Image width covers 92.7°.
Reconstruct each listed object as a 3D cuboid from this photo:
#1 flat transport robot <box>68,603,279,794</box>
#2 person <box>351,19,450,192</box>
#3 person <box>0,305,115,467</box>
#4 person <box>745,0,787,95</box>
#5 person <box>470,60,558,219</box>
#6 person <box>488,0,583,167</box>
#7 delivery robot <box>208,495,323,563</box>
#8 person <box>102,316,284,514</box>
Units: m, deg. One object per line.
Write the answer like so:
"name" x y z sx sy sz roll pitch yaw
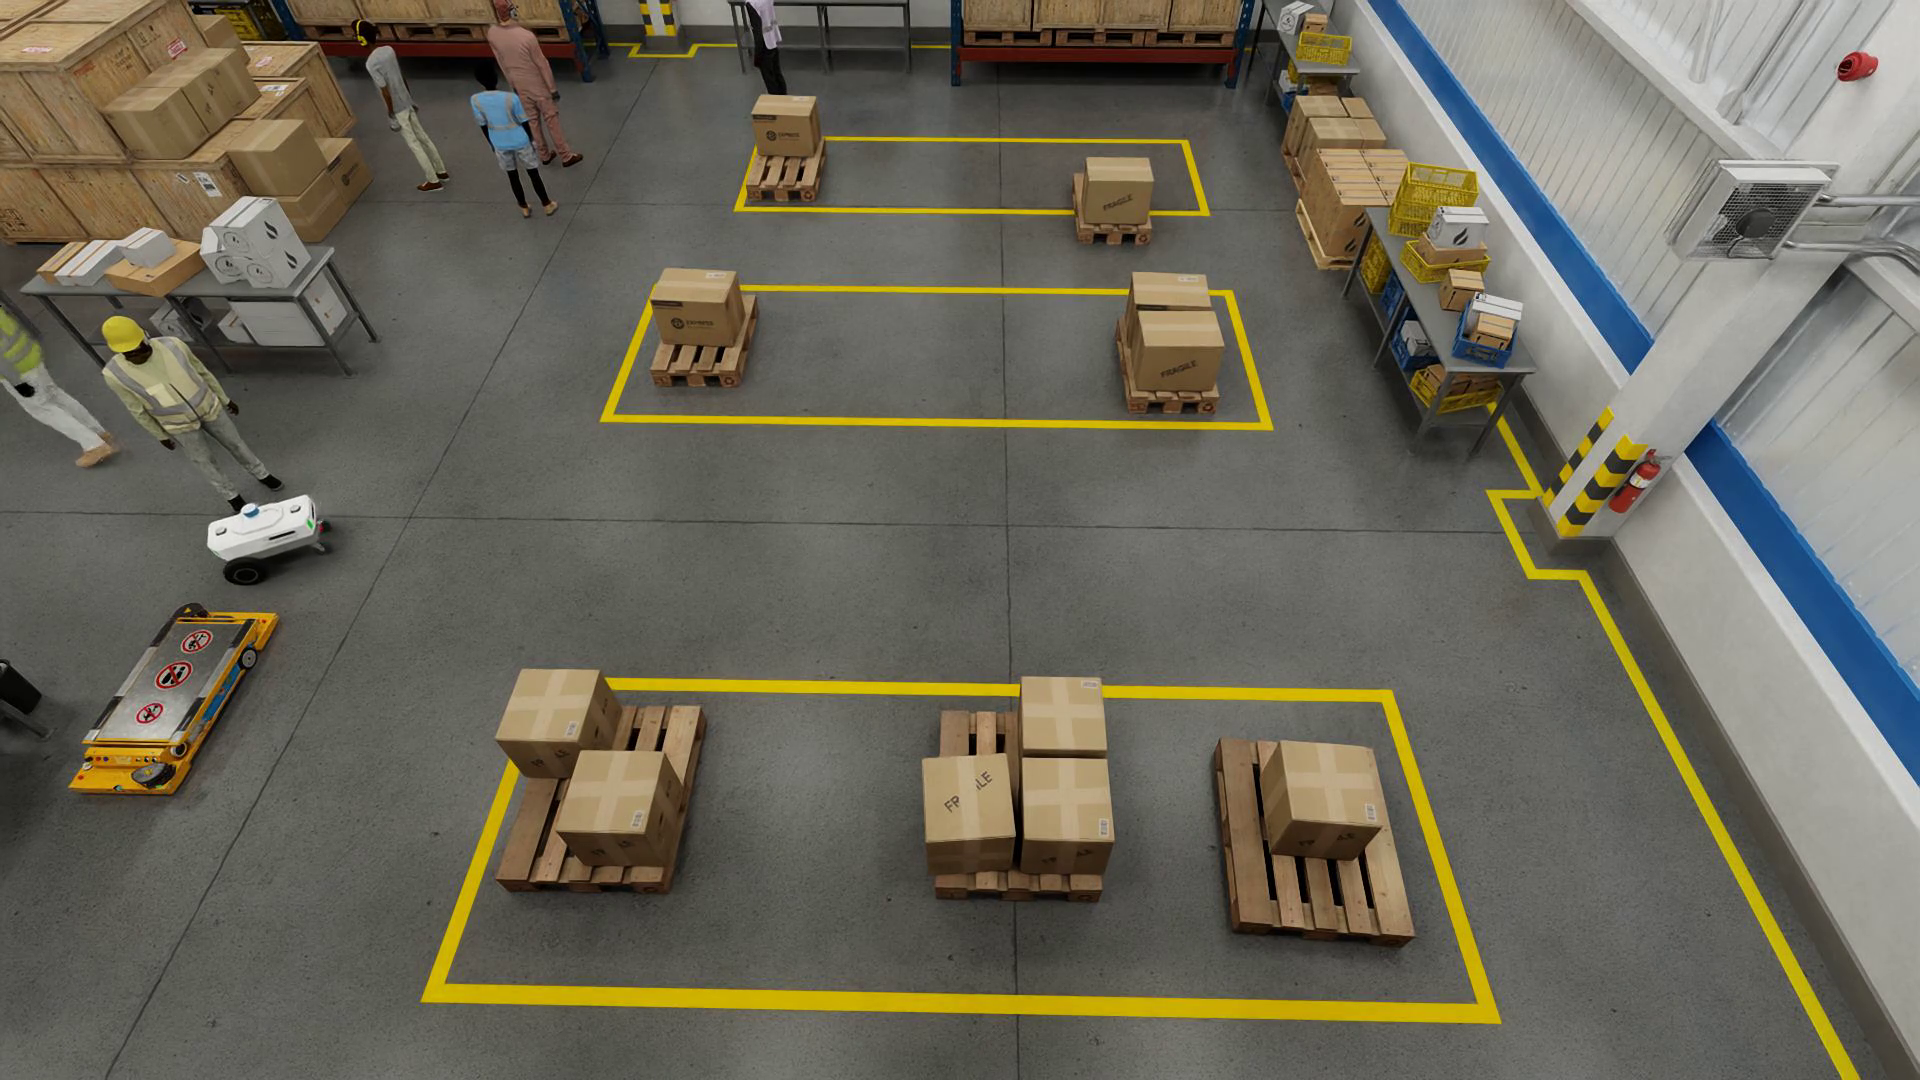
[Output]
"flat transport robot" -5.504 1.072 6.442 0.652 0.197 1.431 1 50 1
"person" -6.417 -4.941 10.493 0.315 1.865 0.533 3 50 2
"person" -7.838 -1.456 7.588 0.432 1.803 0.714 -24 54 -19
"person" -2.442 -6.254 11.571 0.369 1.915 0.597 10 51 9
"person" -4.961 -4.395 10.140 0.537 1.694 0.321 -5 50 -5
"person" -5.050 -5.395 10.851 0.643 1.908 0.410 12 51 10
"delivery robot" -5.435 -0.089 7.180 0.707 0.478 0.477 -21 53 -17
"person" -6.008 -0.981 7.165 0.403 1.827 0.597 27 55 21
